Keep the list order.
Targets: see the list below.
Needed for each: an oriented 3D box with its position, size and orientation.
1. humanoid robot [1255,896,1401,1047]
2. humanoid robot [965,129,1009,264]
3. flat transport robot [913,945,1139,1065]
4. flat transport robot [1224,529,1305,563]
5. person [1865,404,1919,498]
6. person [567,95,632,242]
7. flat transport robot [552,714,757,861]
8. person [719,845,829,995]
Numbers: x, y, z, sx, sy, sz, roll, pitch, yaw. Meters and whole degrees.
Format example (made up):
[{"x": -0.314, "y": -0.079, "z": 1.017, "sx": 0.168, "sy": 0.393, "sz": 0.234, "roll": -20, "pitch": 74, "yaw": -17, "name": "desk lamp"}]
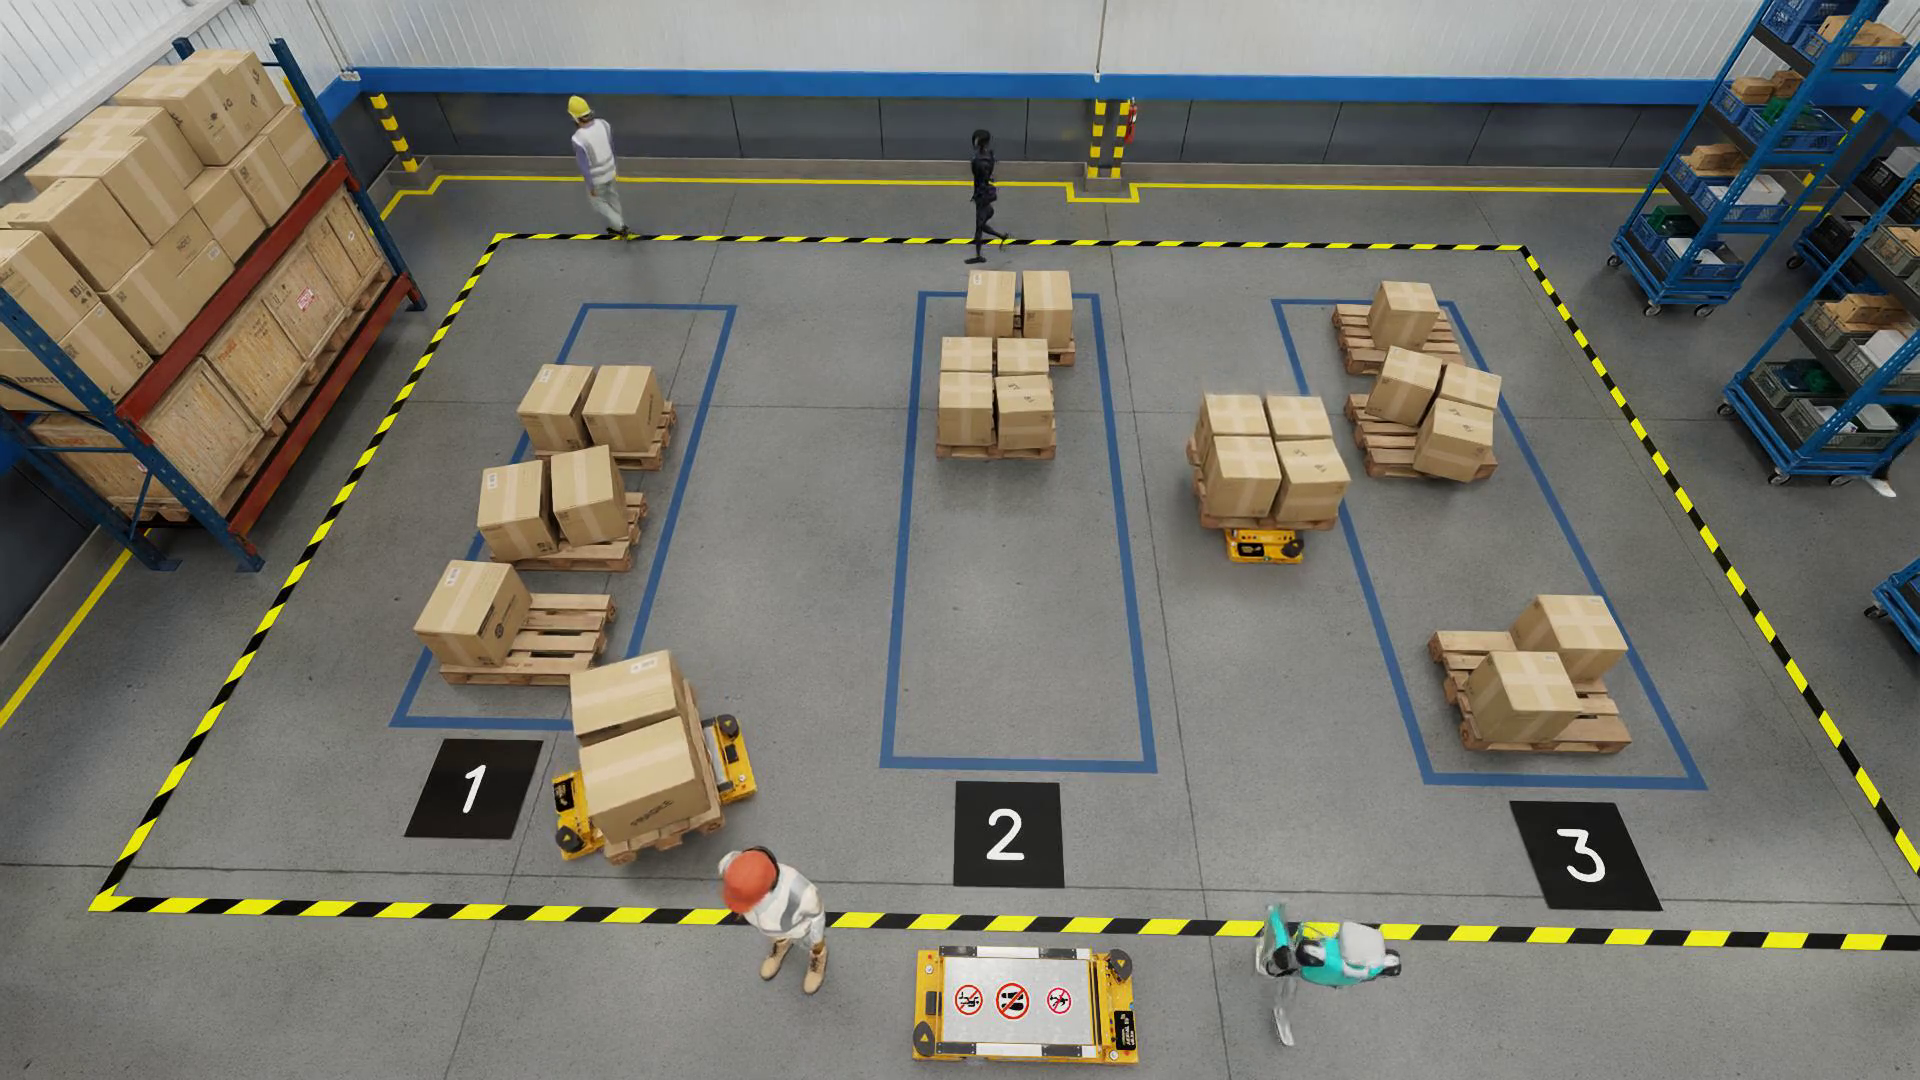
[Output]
[{"x": 2.114, "y": 2.412, "z": 5.583, "sx": 0.548, "sy": 1.743, "sz": 0.909, "roll": 5, "pitch": 51, "yaw": 4, "name": "humanoid robot"}, {"x": 0.342, "y": -4.059, "z": 10.894, "sx": 0.544, "sy": 1.642, "sz": 0.608, "roll": -8, "pitch": 51, "yaw": -7, "name": "humanoid robot"}, {"x": 0.422, "y": 3.041, "z": 6.007, "sx": 1.431, "sy": 0.231, "sz": 0.659, "roll": 1, "pitch": 51, "yaw": 1, "name": "flat transport robot"}, {"x": 2.821, "y": -0.402, "z": 8.795, "sx": 0.652, "sy": 0.197, "sz": 1.431, "roll": 1, "pitch": 51, "yaw": 1, "name": "flat transport robot"}, {"x": 8.983, "y": -1.357, "z": 8.595, "sx": 0.520, "sy": 1.817, "sz": 0.975, "roll": -14, "pitch": 52, "yaw": -11, "name": "person"}, {"x": -4.348, "y": -4.459, "z": 11.120, "sx": 0.480, "sy": 1.817, "sz": 0.595, "roll": 24, "pitch": 55, "yaw": 18, "name": "person"}, {"x": -2.332, "y": 1.844, "z": 6.964, "sx": 1.431, "sy": 0.197, "sz": 0.652, "roll": -18, "pitch": 53, "yaw": -14, "name": "flat transport robot"}, {"x": -1.087, "y": 2.286, "z": 5.487, "sx": 0.607, "sy": 2.031, "sz": 0.404, "roll": 16, "pitch": 53, "yaw": 13, "name": "person"}]
